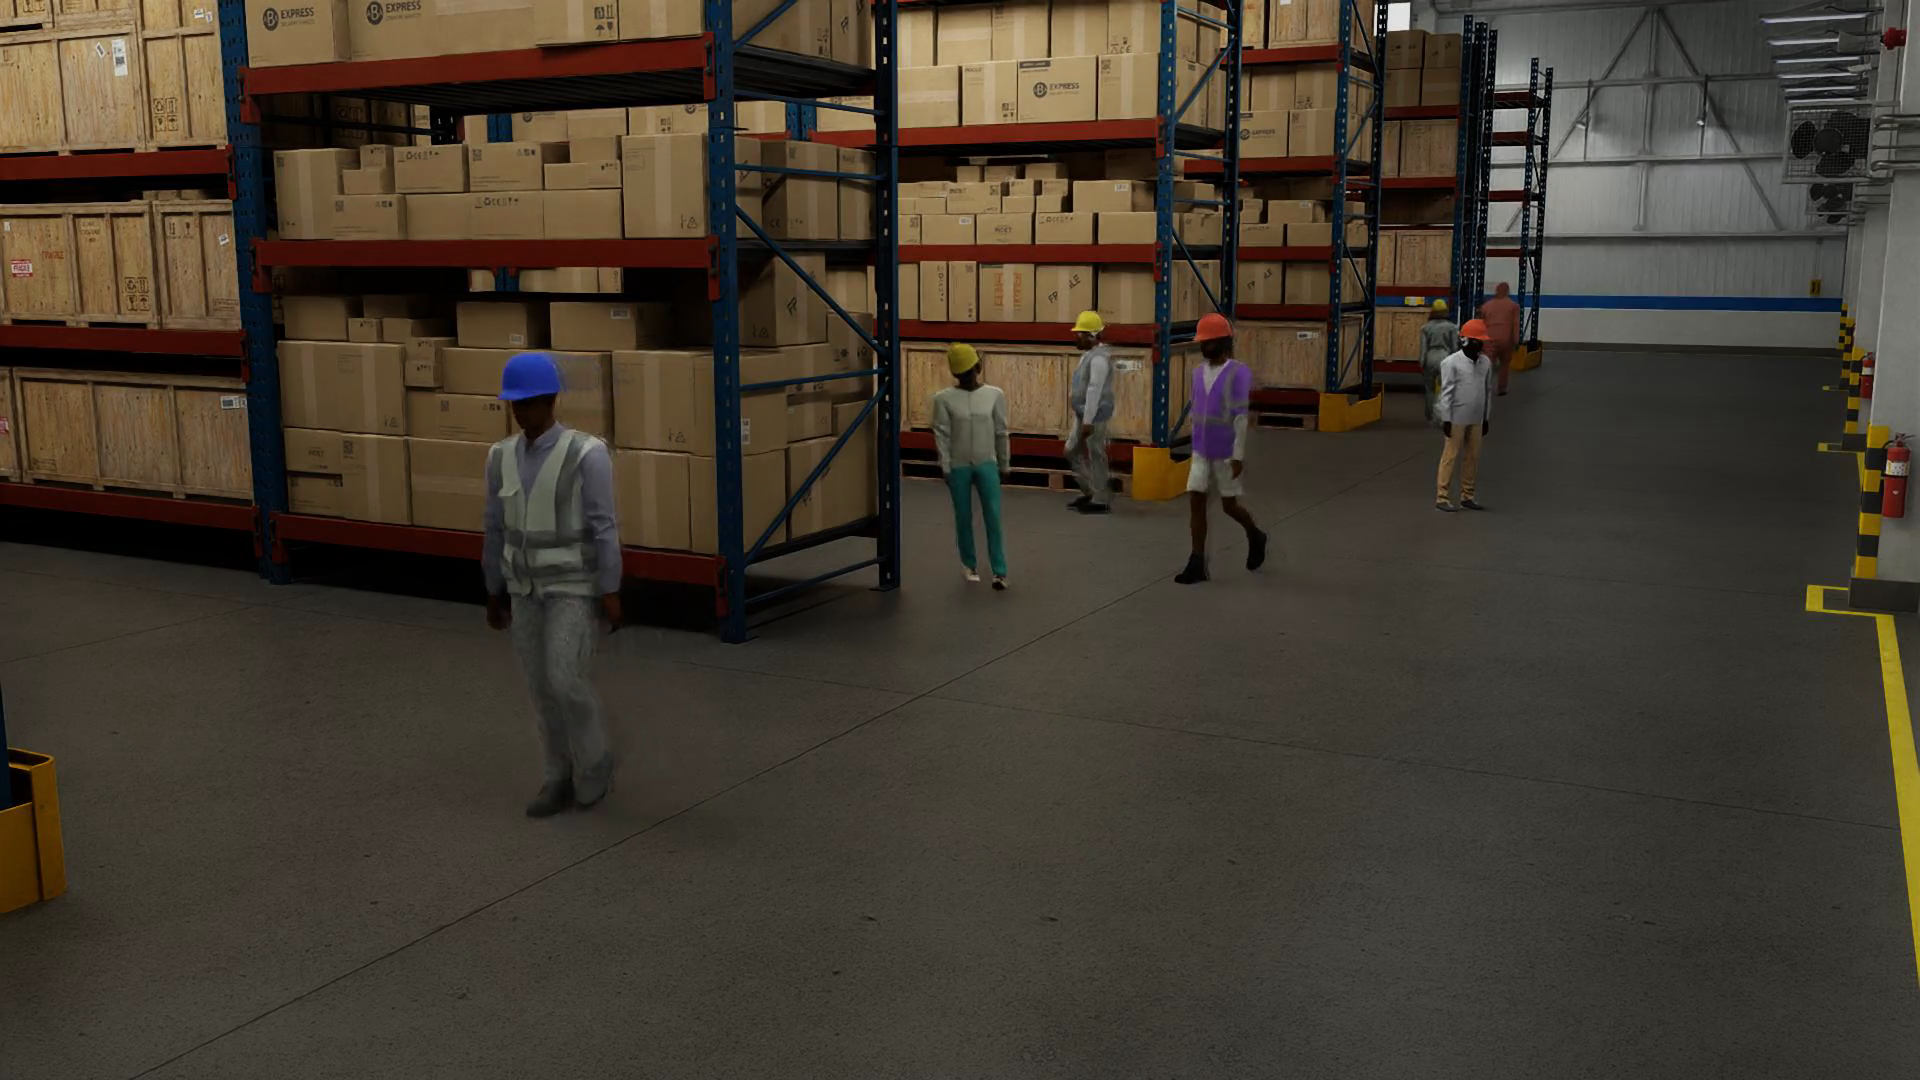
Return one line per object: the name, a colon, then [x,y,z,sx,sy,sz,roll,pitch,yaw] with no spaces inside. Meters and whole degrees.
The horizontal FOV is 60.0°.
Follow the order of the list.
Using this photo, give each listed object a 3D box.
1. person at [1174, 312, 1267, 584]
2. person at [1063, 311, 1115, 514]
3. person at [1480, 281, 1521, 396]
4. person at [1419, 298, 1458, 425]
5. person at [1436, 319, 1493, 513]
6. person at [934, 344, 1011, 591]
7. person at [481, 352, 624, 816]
person: [1.863,-0.654,11.822,0.763,1.919,0.555,-9,13,-43]
person: [1.116,-1.120,14.798,0.514,1.814,0.625,-1,10,-5]
person: [8.746,-3.260,27.028,0.667,1.877,0.731,5,11,29]
person: [6.436,-2.391,22.432,0.507,1.715,0.540,4,11,24]
person: [4.578,-1.116,15.003,0.565,1.742,0.352,-5,11,-25]
person: [0.098,-0.494,11.513,0.547,1.705,0.875,-1,10,-6]
person: [-1.701,0.194,6.856,0.647,1.933,0.437,4,11,24]
